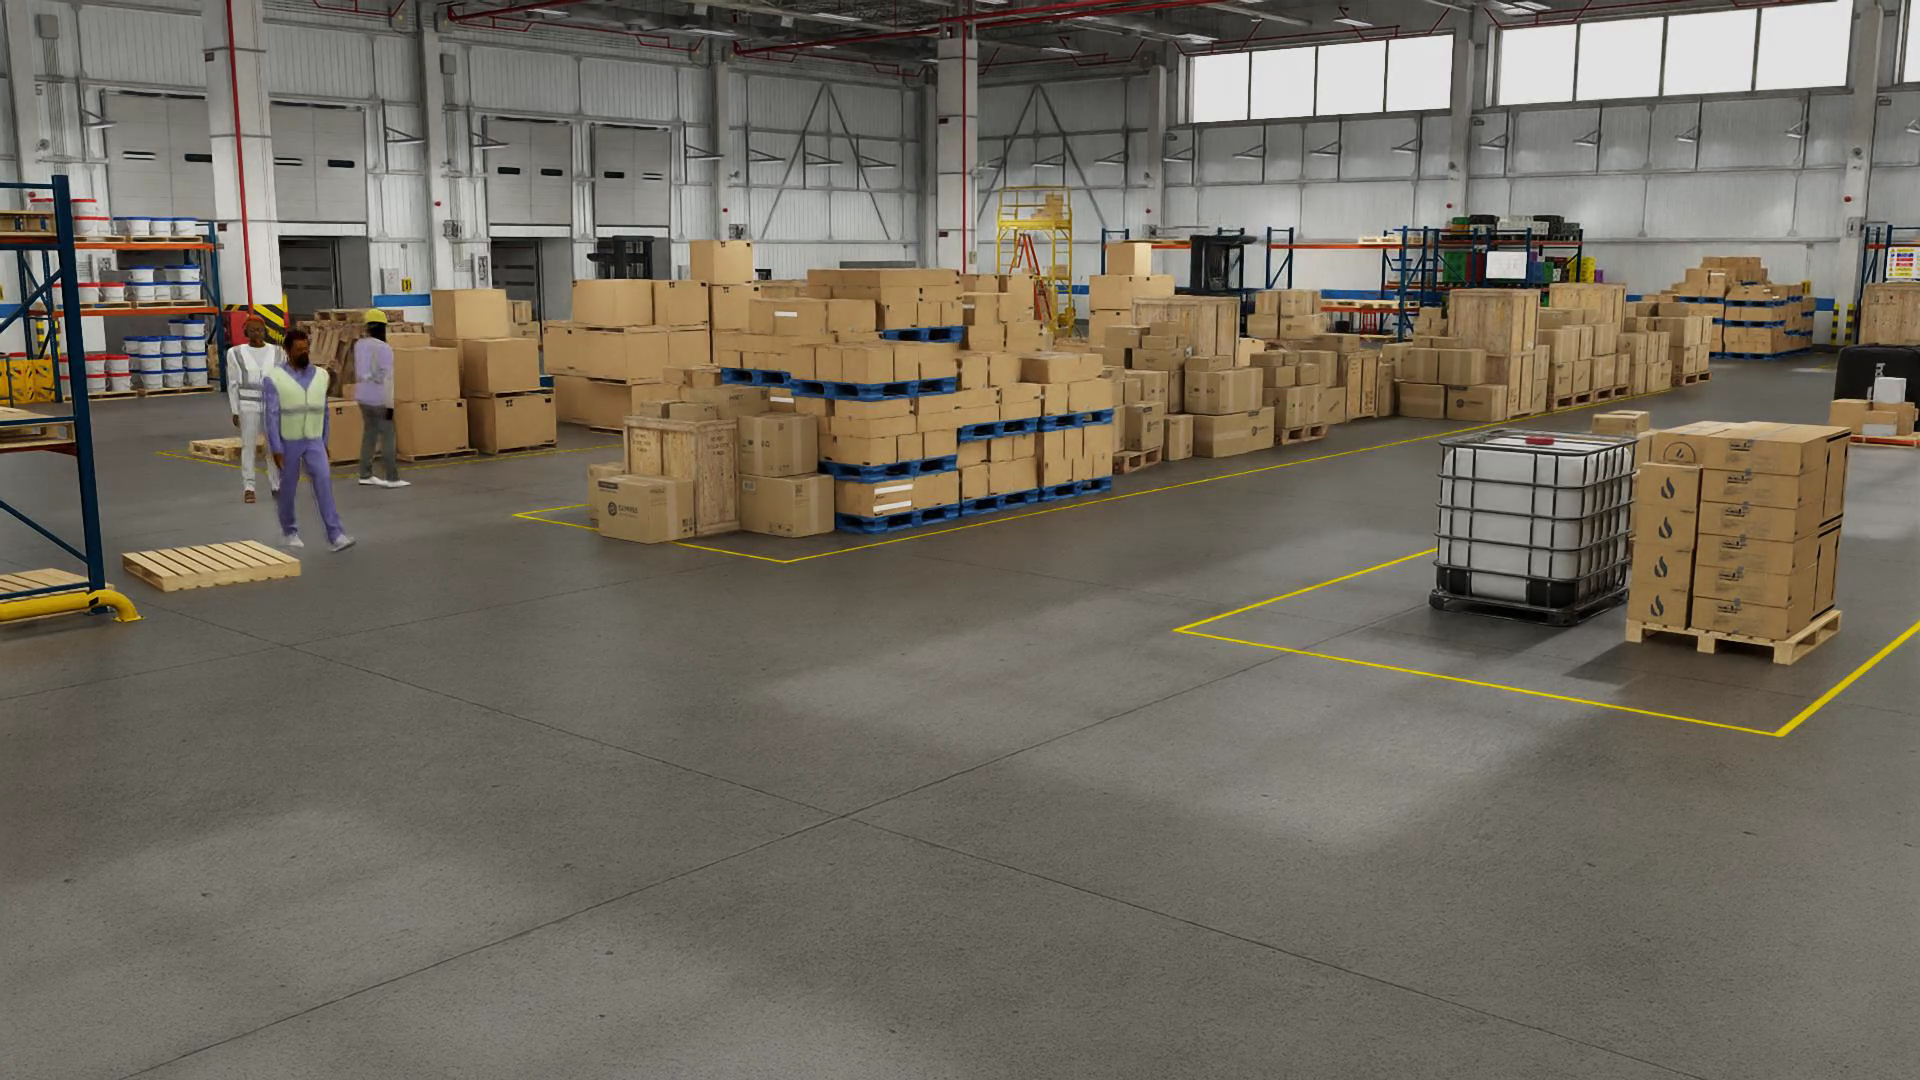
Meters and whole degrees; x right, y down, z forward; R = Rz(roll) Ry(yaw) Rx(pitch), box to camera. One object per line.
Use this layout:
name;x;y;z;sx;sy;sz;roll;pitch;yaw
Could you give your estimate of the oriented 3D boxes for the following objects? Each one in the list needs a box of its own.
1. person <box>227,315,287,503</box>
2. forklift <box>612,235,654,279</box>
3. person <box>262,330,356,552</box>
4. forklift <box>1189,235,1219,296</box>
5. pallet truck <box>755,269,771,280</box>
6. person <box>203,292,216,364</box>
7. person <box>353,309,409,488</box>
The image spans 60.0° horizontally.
person;-7.037;-1.318;16.737;0.576;1.882;0.362;-6;12;-33
forklift;-7.300;-5.450;37.421;1.873;2.768;1.129;8;13;40
person;-5.499;-0.816;13.929;1.016;1.861;0.611;8;13;40
forklift;5.426;-5.408;37.182;1.873;2.768;1.129;7;12;33
pallet truck;-4.996;-6.432;45.525;1.885;1.965;0.823;-6;12;-32
person;-15.823;-4.337;34.574;0.877;1.657;0.533;-8;13;-37
person;-6.194;-1.504;17.724;0.588;1.907;0.432;6;12;32
